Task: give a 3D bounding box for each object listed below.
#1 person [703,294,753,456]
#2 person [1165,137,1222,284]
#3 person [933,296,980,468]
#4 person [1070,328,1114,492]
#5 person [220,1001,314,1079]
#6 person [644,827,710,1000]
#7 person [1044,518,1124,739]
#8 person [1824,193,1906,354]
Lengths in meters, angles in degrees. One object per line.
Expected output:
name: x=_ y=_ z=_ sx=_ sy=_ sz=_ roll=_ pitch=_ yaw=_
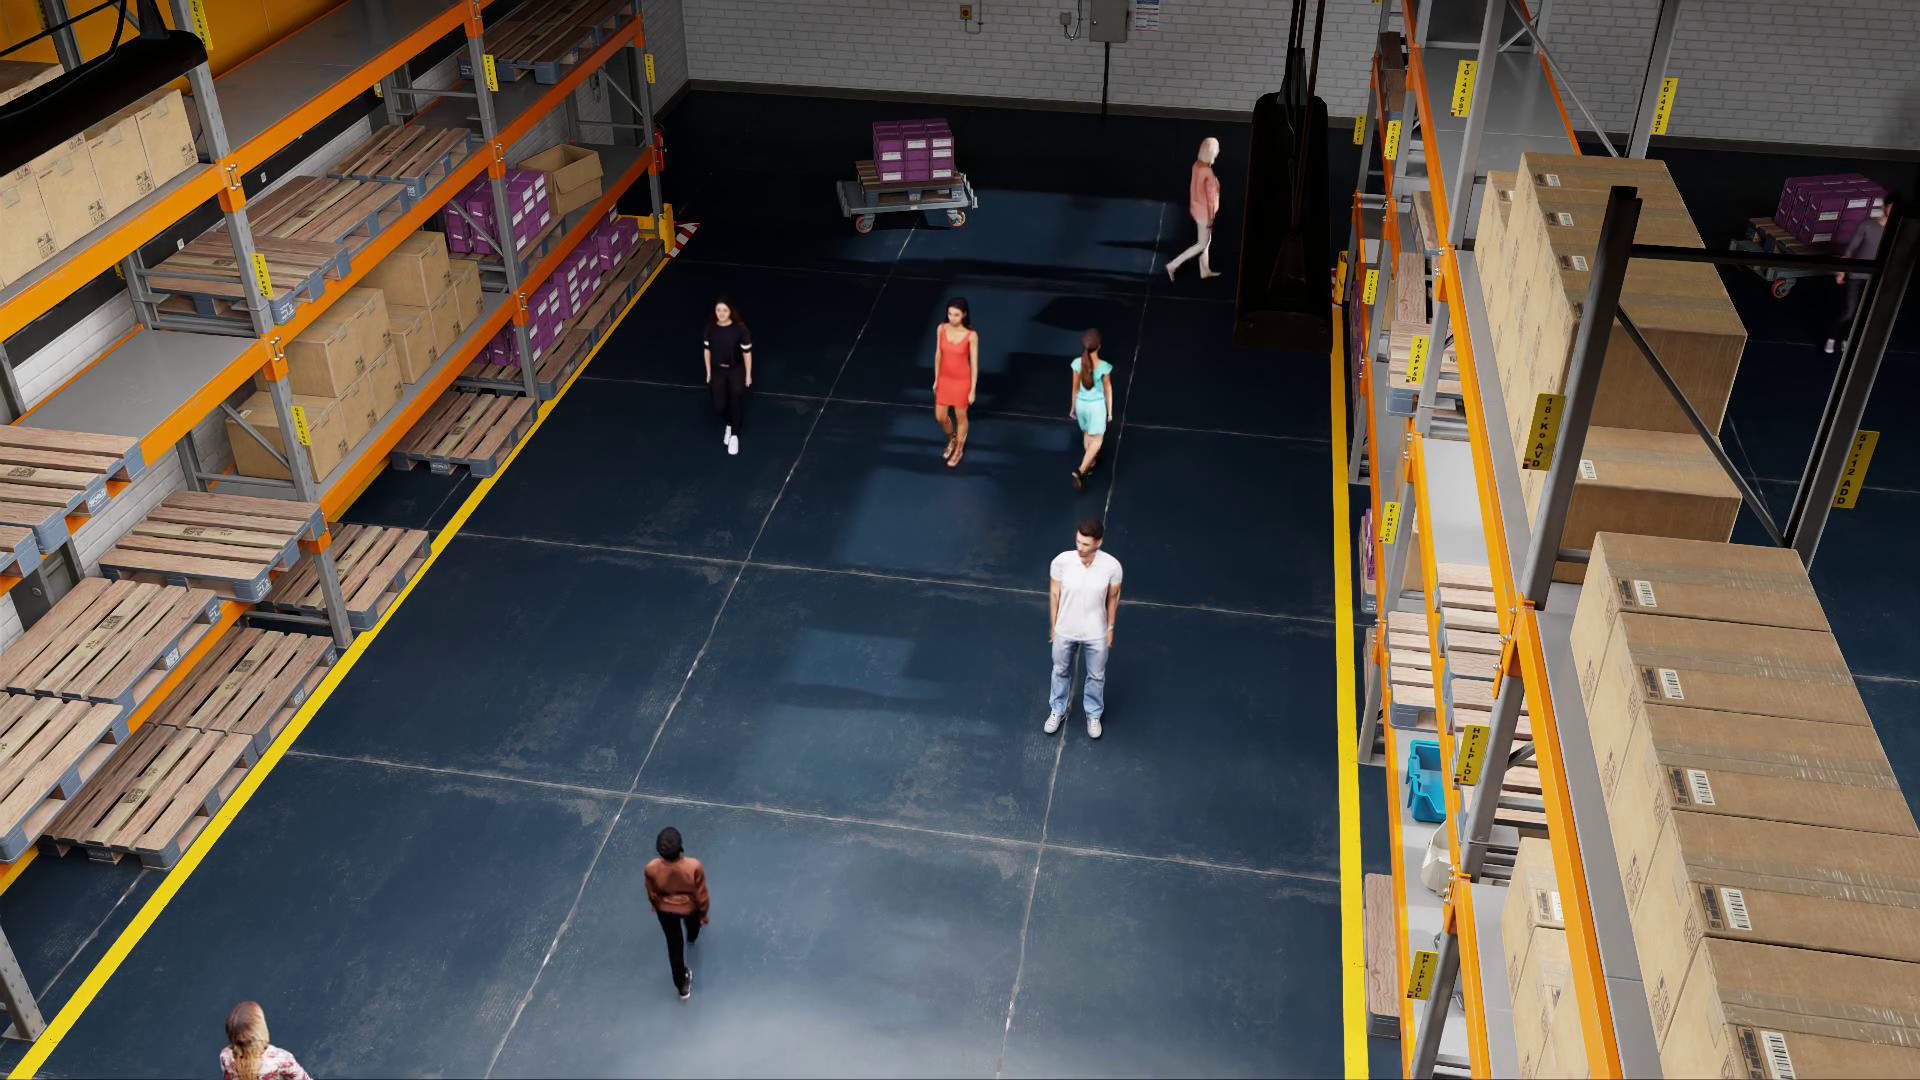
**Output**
person: x=-2.169 y=-1.607 z=15.683 sx=0.644 sy=1.633 sz=0.646 roll=1 pitch=34 yaw=2
person: x=2.661 y=-3.684 z=18.742 sx=0.973 sy=1.706 sz=1.031 roll=-12 pitch=35 yaw=-17
person: x=-0.008 y=-1.502 z=15.453 sx=0.669 sy=1.712 sz=0.643 roll=13 pitch=36 yaw=19
person: x=1.175 y=-1.174 z=15.114 sx=0.749 sy=1.542 sz=1.026 roll=15 pitch=37 yaw=22
person: x=-3.577 y=3.092 z=8.657 sx=0.624 sy=1.585 sz=1.094 roll=8 pitch=34 yaw=12
person: x=-1.732 y=2.296 z=10.177 sx=0.681 sy=1.228 sz=0.913 roll=-4 pitch=34 yaw=-5
person: x=0.894 y=0.621 z=12.126 sx=0.669 sy=1.860 sz=0.552 roll=7 pitch=34 yaw=10
person: x=9.399 y=-2.764 z=17.252 sx=0.688 sy=1.823 sz=0.687 roll=4 pitch=34 yaw=6
